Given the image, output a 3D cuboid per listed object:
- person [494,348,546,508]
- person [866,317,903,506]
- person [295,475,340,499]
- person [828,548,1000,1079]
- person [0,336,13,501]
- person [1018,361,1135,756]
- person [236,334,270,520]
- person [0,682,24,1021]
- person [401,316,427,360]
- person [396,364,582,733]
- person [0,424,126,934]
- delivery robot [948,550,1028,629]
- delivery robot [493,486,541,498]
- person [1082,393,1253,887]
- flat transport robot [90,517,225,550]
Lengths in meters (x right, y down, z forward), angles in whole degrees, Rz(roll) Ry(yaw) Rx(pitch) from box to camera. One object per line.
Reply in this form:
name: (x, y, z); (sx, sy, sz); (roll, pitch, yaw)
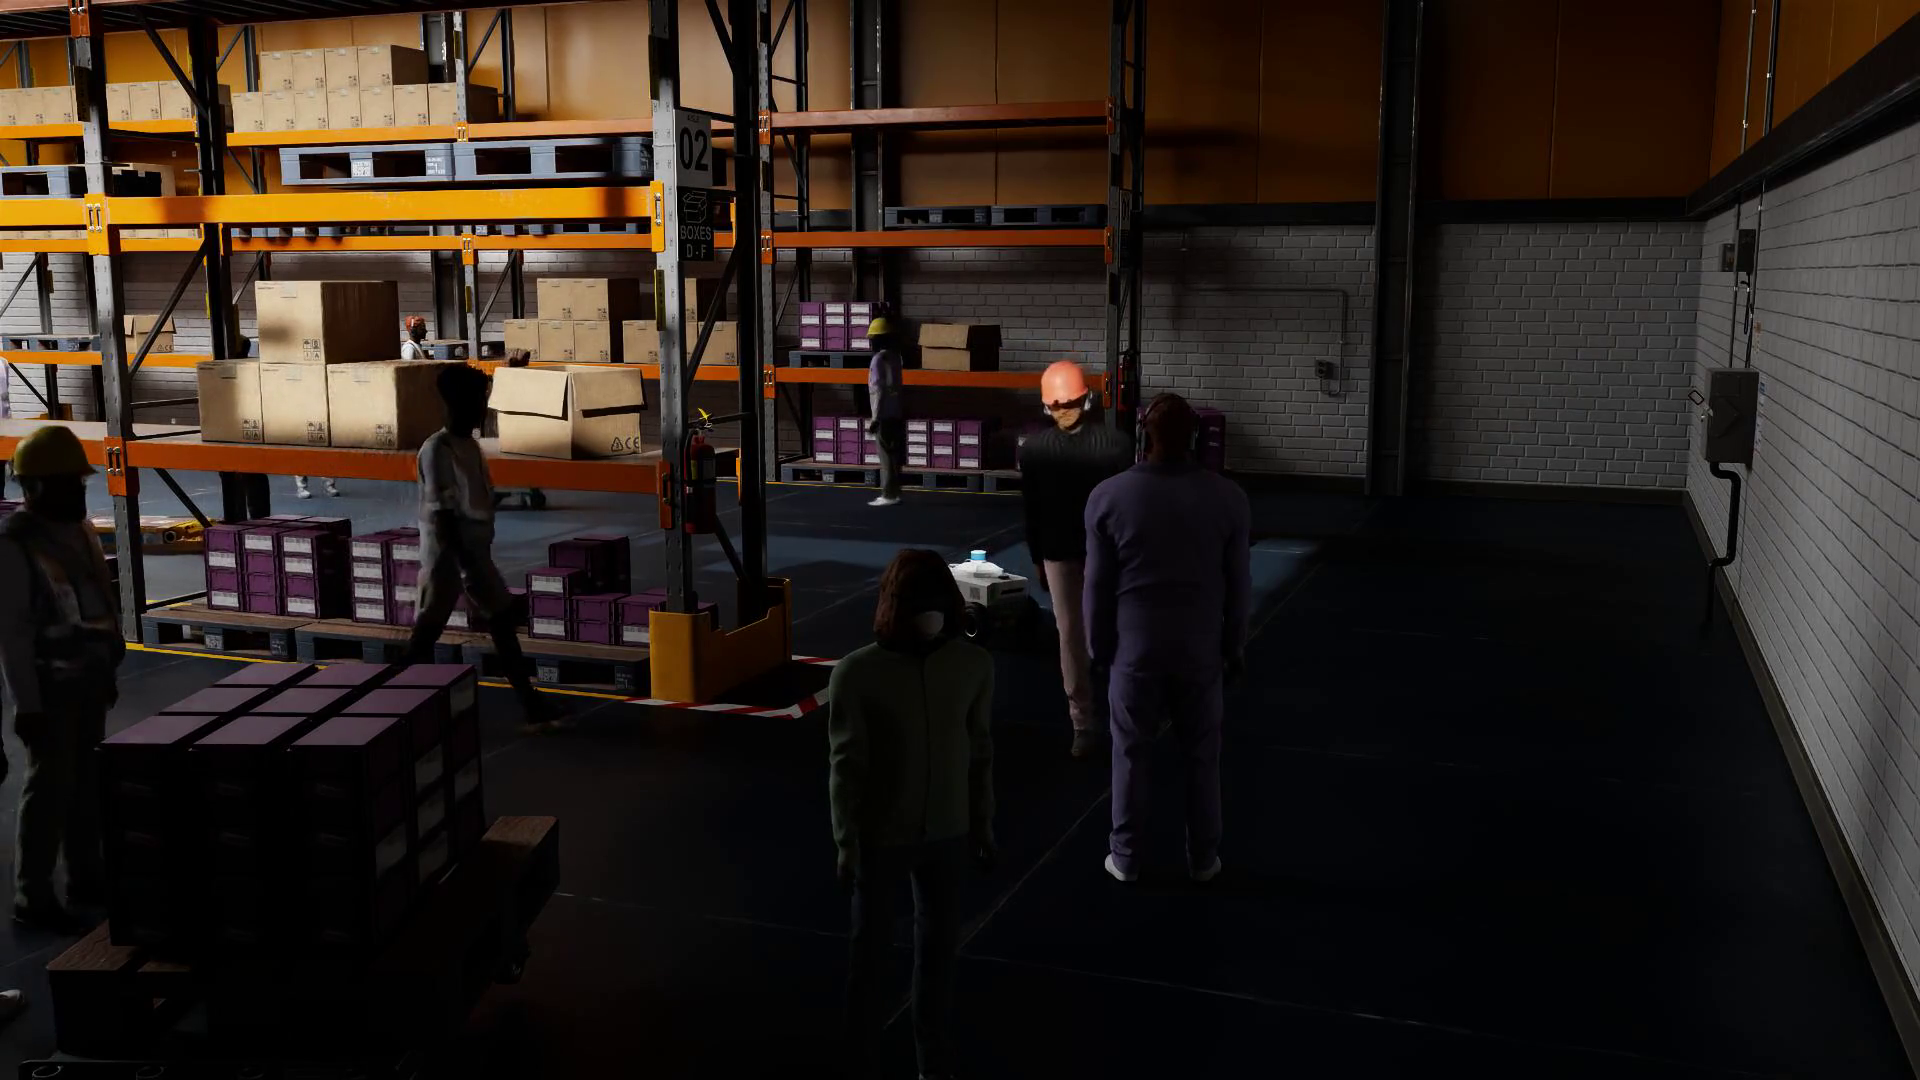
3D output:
person: (-4.491, -1.124, 16.793); (0.477, 1.623, 0.533); (2, 9, 15)
person: (-0.785, -1.306, 17.020); (0.381, 1.925, 0.593); (3, 10, 19)
person: (-6.859, -1.410, 17.627); (0.613, 1.941, 0.410); (-6, 11, -34)
person: (-0.120, 0.825, 4.552); (0.501, 1.633, 0.285); (-5, 10, -27)
person: (-9.270, -1.138, 15.926); (0.375, 1.935, 0.551); (3, 9, 16)
person: (0.605, 0.044, 8.497); (0.620, 1.946, 0.986); (0, 9, 0)
person: (-6.378, -0.921, 14.853); (0.350, 1.846, 0.506); (-1, 9, -7)
person: (-3.240, 0.601, 5.066); (0.595, 1.917, 0.373); (-1, 9, -9)
person: (-6.342, -1.667, 19.420); (0.359, 1.883, 0.573); (-2, 9, -11)
person: (-2.509, 0.072, 8.435); (1.023, 1.915, 0.609); (2, 9, 11)
person: (-3.250, 0.491, 6.036); (0.404, 1.829, 0.601); (0, 9, -2)
delivery robot: (0.119, 0.311, 10.861); (0.477, 0.478, 0.707); (-7, 11, -37)
delivery robot: (-4.585, -0.634, 16.797); (0.707, 0.478, 0.477); (1, 9, 4)
person: (0.793, 0.391, 6.411); (0.647, 1.913, 0.409); (0, 9, 3)
flat transport robot: (-7.119, -0.069, 14.428); (1.431, 0.197, 0.652); (1, 9, 5)
